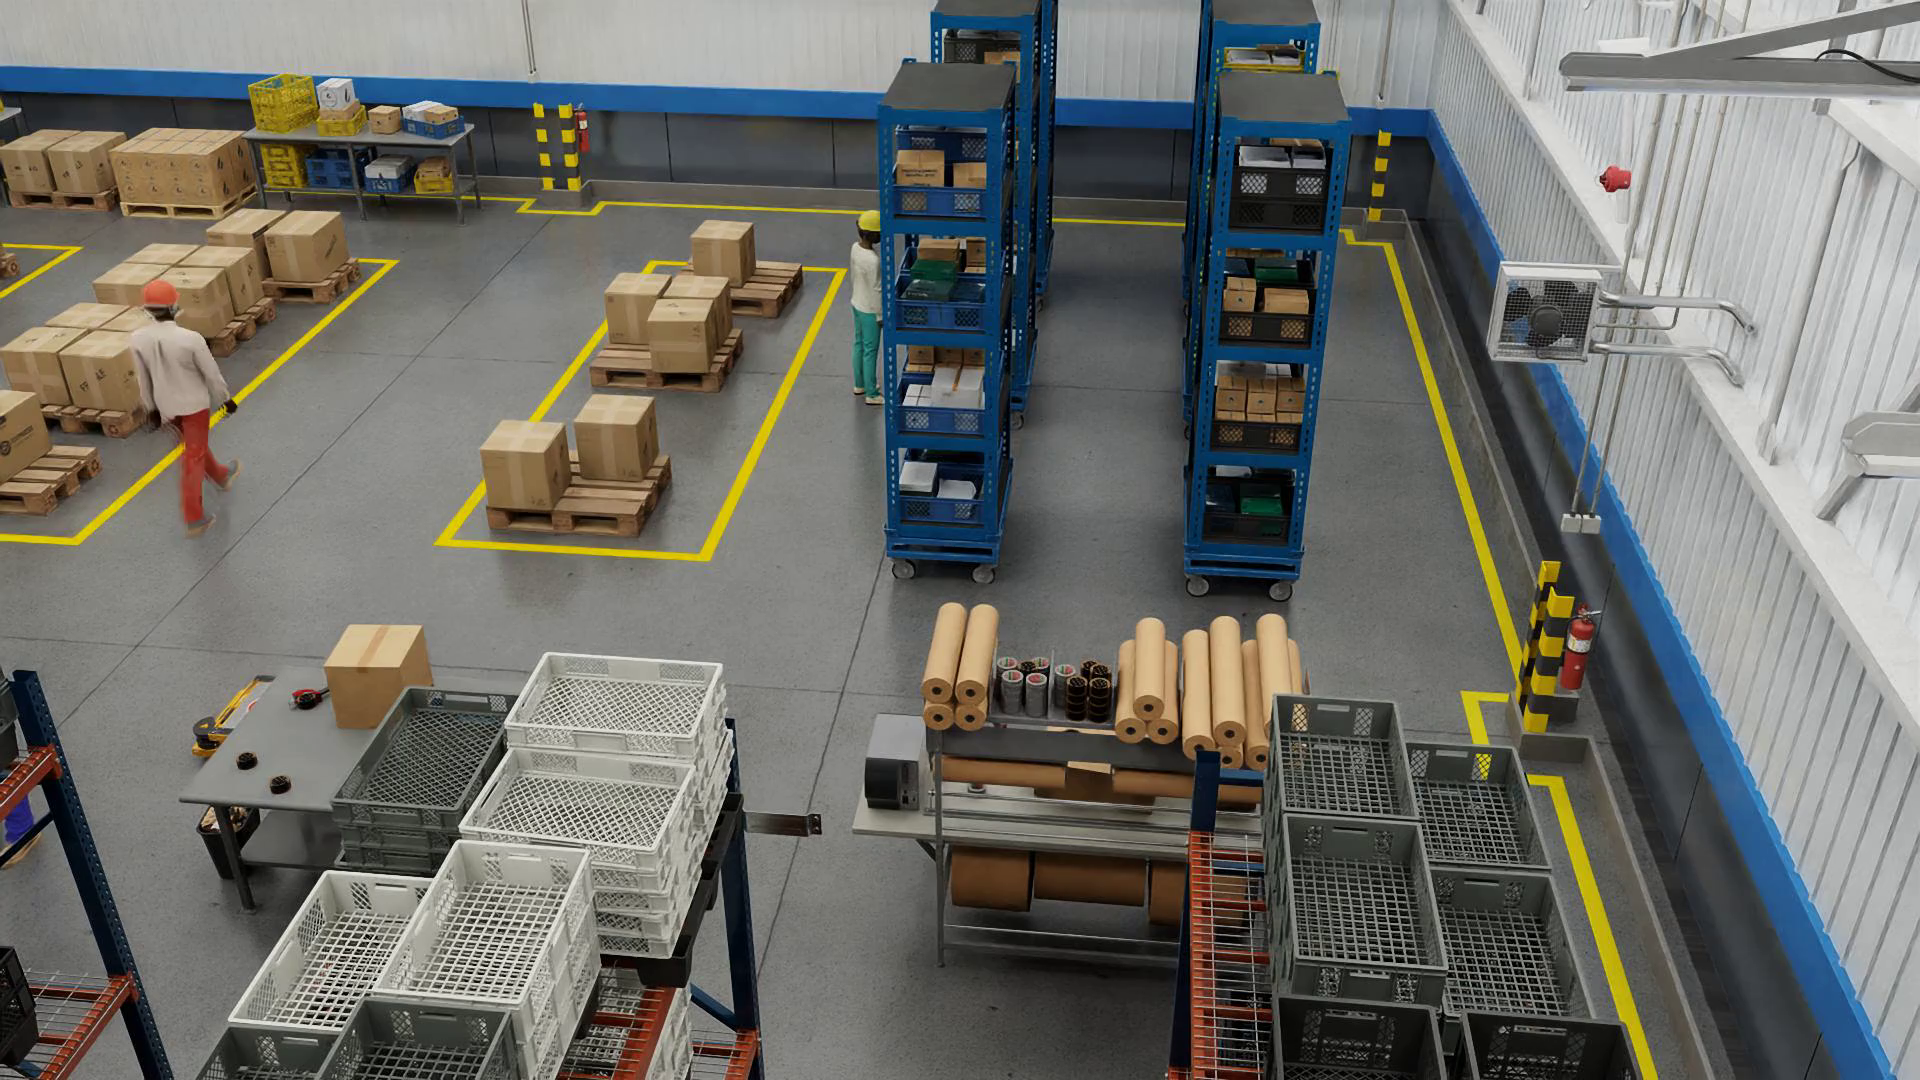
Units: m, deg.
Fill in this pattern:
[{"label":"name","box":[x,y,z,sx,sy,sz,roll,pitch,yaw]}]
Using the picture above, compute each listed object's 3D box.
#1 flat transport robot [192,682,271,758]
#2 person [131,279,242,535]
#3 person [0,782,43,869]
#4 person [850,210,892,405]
[{"label":"flat transport robot","box":[-4.089,1.163,10.648,1.431,0.197,0.652,3,30,6]},{"label":"person","box":[-5.948,-1.089,12.868,0.605,1.943,1.027,6,31,11]},{"label":"person","box":[-5.683,0.950,9.282,0.689,2.000,0.539,12,32,19]},{"label":"person","box":[-0.790,-2.058,14.725,0.325,1.761,0.523,-13,33,-21]}]
